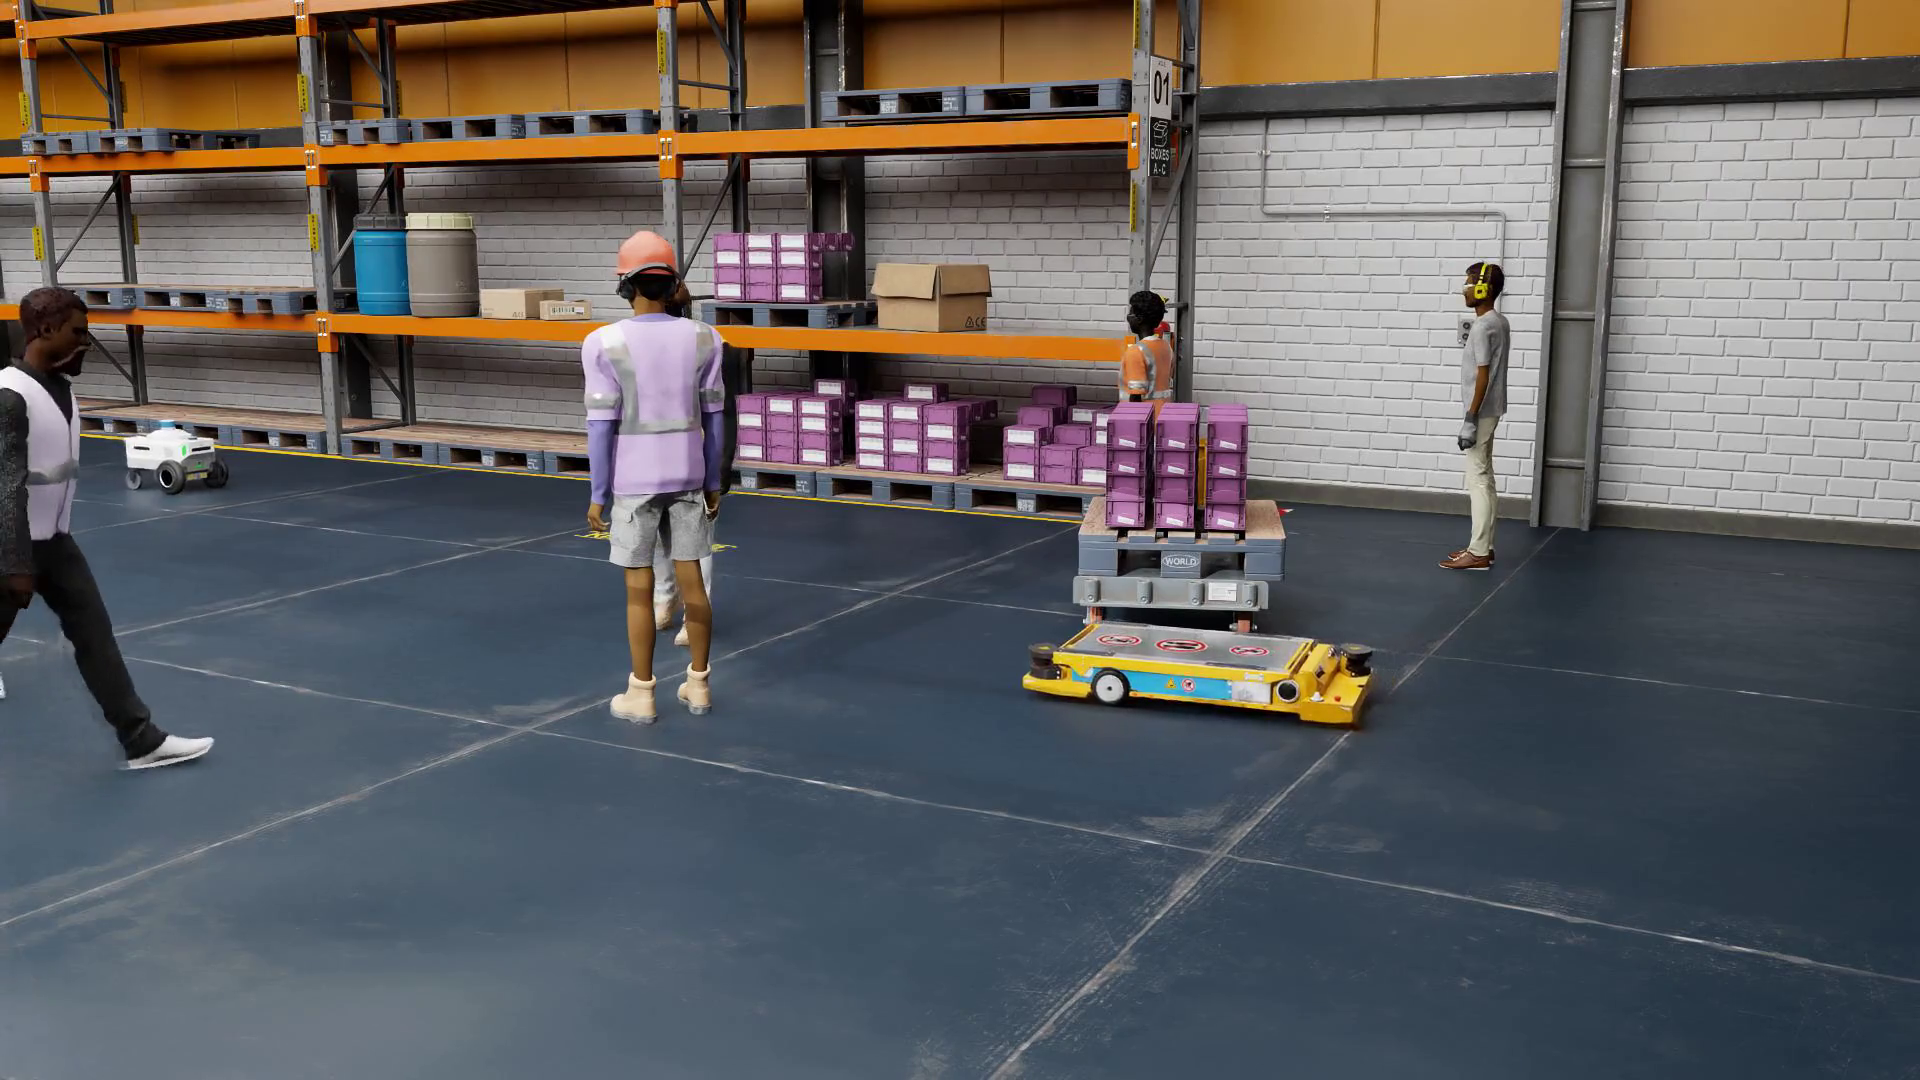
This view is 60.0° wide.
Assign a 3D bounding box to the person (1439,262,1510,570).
[{"bbox_3d":[3.156,-0.749,10.149,0.328,1.872,0.514,5,12,27],"label":"person"}]

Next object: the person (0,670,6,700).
[{"bbox_3d":[-4.472,-0.124,7.428,0.519,1.603,0.745,-9,14,-42],"label":"person"}]

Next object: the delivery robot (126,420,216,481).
[{"bbox_3d":[-6.328,-0.718,13.326,0.707,0.478,0.477,5,11,25],"label":"delivery robot"}]

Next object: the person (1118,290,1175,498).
[{"bbox_3d":[1.136,-0.678,10.233,0.318,1.697,0.535,5,12,27],"label":"person"}]

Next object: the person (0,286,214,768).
[{"bbox_3d":[-3.430,0.000,6.134,1.048,1.847,0.669,-1,10,-8],"label":"person"}]

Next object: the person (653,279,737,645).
[{"bbox_3d":[-1.419,-0.397,8.334,0.663,1.830,0.462,2,11,12],"label":"person"}]

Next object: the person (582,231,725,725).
[{"bbox_3d":[-1.276,-0.251,6.942,0.608,2.044,0.370,-7,12,-33],"label":"person"}]

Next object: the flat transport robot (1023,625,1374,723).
[{"bbox_3d":[1.057,0.562,7.345,1.431,0.197,0.652,4,11,21],"label":"flat transport robot"}]
